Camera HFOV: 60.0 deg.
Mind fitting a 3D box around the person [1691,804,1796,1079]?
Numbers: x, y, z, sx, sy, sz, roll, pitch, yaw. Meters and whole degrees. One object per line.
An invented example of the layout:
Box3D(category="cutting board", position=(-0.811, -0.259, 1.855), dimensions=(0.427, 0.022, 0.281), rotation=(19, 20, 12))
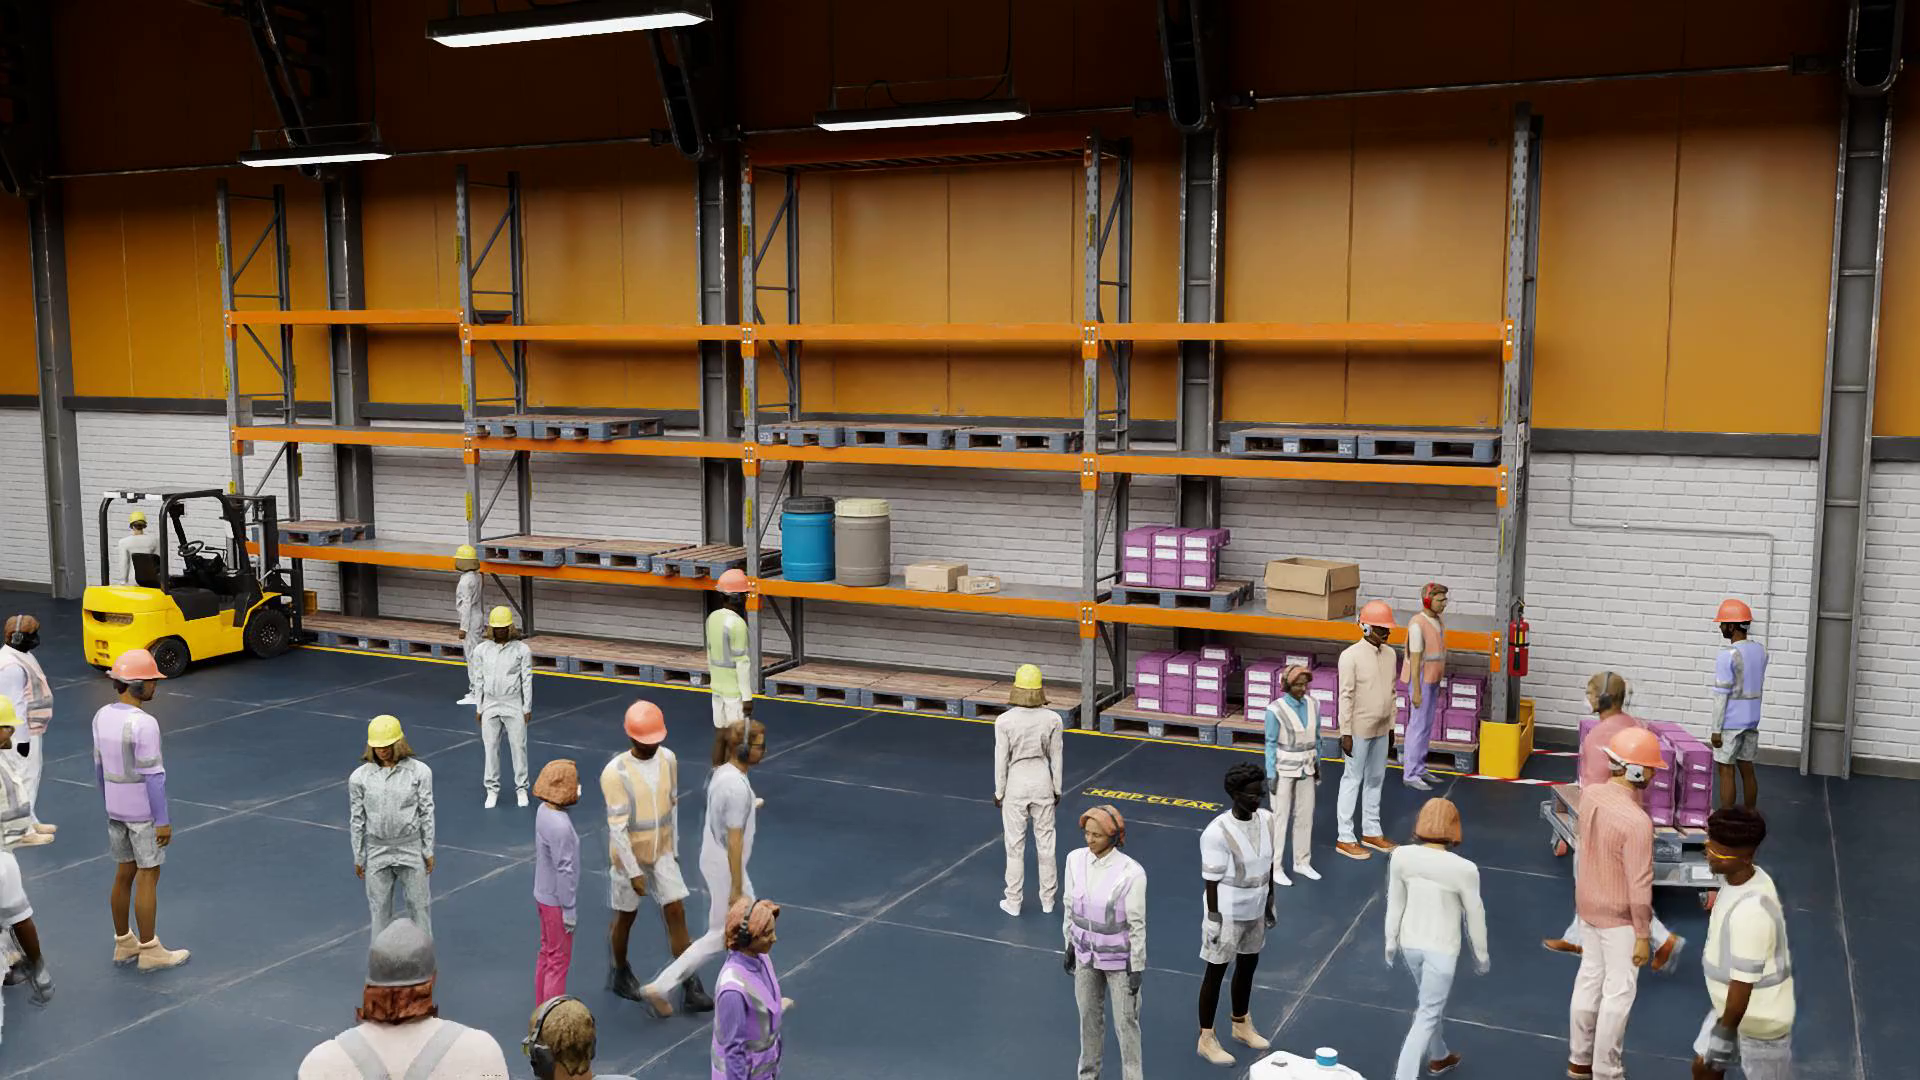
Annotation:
Box3D(category="person", position=(3.493, 2.120, 7.522), dimensions=(0.804, 1.919, 0.636), rotation=(2, 7, 14))

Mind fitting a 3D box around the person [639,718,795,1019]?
Box3D(category="person", position=(-1.428, 1.933, 9.667), dimensions=(0.833, 1.812, 0.525), rotation=(-1, 7, -9))

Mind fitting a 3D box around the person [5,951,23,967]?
Box3D(category="person", position=(-6.297, 1.753, 10.074), dimensions=(1.029, 2.000, 0.687), rotation=(-2, 7, -15))

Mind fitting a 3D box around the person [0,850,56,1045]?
Box3D(category="person", position=(-4.730, 2.061, 8.005), dimensions=(0.684, 1.930, 0.861), rotation=(-1, 7, -7))

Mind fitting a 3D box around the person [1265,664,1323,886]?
Box3D(category="person", position=(2.432, 1.705, 12.165), dimensions=(0.527, 1.627, 0.313), rotation=(-4, 8, -32))

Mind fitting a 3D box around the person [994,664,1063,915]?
Box3D(category="person", position=(0.468, 1.723, 11.534), dimensions=(0.493, 1.743, 0.296), rotation=(-2, 7, -12))

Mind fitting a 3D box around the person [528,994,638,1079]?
Box3D(category="person", position=(-1.222, 2.391, 5.284), dimensions=(0.381, 1.928, 0.634), rotation=(4, 8, 30))

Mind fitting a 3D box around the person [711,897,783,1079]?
Box3D(category="person", position=(-0.908, 2.316, 7.111), dimensions=(0.319, 1.631, 0.524), rotation=(1, 7, 5))

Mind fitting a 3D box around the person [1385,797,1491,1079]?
Box3D(category="person", position=(2.462, 2.143, 8.720), dimensions=(0.868, 1.584, 0.505), rotation=(-7, 10, -44))

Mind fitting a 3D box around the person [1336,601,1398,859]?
Box3D(category="person", position=(3.159, 1.451, 12.818), dimensions=(0.616, 1.988, 0.399), rotation=(-5, 8, -35))

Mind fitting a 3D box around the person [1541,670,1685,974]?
Box3D(category="person", position=(4.133, 1.775, 10.453), dimensions=(0.845, 1.915, 0.638), rotation=(5, 9, 38))

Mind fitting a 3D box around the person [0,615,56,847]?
Box3D(category="person", position=(-7.370, 1.494, 13.099), dimensions=(0.429, 1.830, 0.636), rotation=(-3, 8, -25))

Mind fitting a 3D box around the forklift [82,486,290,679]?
Box3D(category="forklift", position=(-9.426, 0.454, 20.179), dimensions=(1.214, 2.155, 2.313), rotation=(3, 8, 26))

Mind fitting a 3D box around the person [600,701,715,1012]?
Box3D(category="person", position=(-1.800, 1.867, 9.768), dimensions=(0.945, 1.880, 0.563), rotation=(7, 10, 45))

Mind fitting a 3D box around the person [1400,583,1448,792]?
Box3D(category="person", position=(4.113, 1.285, 14.754), dimensions=(0.373, 1.840, 0.571), rotation=(5, 8, 34))

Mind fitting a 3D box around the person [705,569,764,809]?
Box3D(category="person", position=(-1.920, 1.262, 14.118), dimensions=(0.383, 2.045, 0.605), rotation=(-5, 8, -33))

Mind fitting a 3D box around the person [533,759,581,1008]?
Box3D(category="person", position=(-2.261, 2.038, 9.383), dimensions=(0.271, 1.632, 0.503), rotation=(-3, 8, -25))

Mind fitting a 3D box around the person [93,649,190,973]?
Box3D(category="person", position=(-5.183, 1.698, 10.524), dimensions=(0.616, 2.040, 0.381), rotation=(5, 8, 33))

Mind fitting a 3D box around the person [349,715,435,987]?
Box3D(category="person", position=(-3.438, 1.905, 10.098), dimensions=(0.488, 1.733, 0.345), rotation=(-1, 7, -11))

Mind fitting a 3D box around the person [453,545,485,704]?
Box3D(category="person", position=(-5.364, 0.919, 18.176), dimensions=(0.297, 1.745, 0.484), rotation=(0, 7, 1))

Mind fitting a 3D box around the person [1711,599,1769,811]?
Box3D(category="person", position=(6.141, 1.448, 13.225), dimensions=(0.543, 1.892, 0.386), rotation=(-4, 8, -29))

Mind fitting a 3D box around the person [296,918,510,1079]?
Box3D(category="person", position=(-1.913, 2.266, 5.833), dimensions=(0.705, 2.000, 0.937), rotation=(-2, 7, -13))

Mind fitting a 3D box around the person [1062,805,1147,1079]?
Box3D(category="person", position=(0.743, 2.148, 8.506), dimensions=(0.514, 1.630, 0.318), rotation=(6, 9, 42))

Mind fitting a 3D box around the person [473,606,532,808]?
Box3D(category="person", position=(-3.874, 1.416, 14.120), dimensions=(0.482, 1.734, 0.332), rotation=(-1, 7, -6))

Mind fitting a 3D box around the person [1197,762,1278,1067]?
Box3D(category="person", position=(1.526, 2.040, 9.163), dimensions=(0.535, 1.690, 0.323), rotation=(-6, 9, -39))

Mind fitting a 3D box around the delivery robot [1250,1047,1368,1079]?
Box3D(category="delivery robot", position=(1.760, 2.693, 8.007), dimensions=(0.707, 0.478, 0.477), rotation=(6, 9, 42))

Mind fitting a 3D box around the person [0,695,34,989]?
Box3D(category="person", position=(-5.926, 1.846, 10.218), dimensions=(0.403, 1.818, 0.605), rotation=(-4, 8, -29))

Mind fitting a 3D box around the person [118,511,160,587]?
Box3D(category="person", position=(-10.600, 0.502, 21.531), dimensions=(0.528, 1.767, 0.329), rotation=(-6, 9, -43))

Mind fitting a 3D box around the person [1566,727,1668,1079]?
Box3D(category="person", position=(3.446, 1.950, 8.705), dimensions=(0.408, 1.982, 0.626), rotation=(-1, 7, -8))
